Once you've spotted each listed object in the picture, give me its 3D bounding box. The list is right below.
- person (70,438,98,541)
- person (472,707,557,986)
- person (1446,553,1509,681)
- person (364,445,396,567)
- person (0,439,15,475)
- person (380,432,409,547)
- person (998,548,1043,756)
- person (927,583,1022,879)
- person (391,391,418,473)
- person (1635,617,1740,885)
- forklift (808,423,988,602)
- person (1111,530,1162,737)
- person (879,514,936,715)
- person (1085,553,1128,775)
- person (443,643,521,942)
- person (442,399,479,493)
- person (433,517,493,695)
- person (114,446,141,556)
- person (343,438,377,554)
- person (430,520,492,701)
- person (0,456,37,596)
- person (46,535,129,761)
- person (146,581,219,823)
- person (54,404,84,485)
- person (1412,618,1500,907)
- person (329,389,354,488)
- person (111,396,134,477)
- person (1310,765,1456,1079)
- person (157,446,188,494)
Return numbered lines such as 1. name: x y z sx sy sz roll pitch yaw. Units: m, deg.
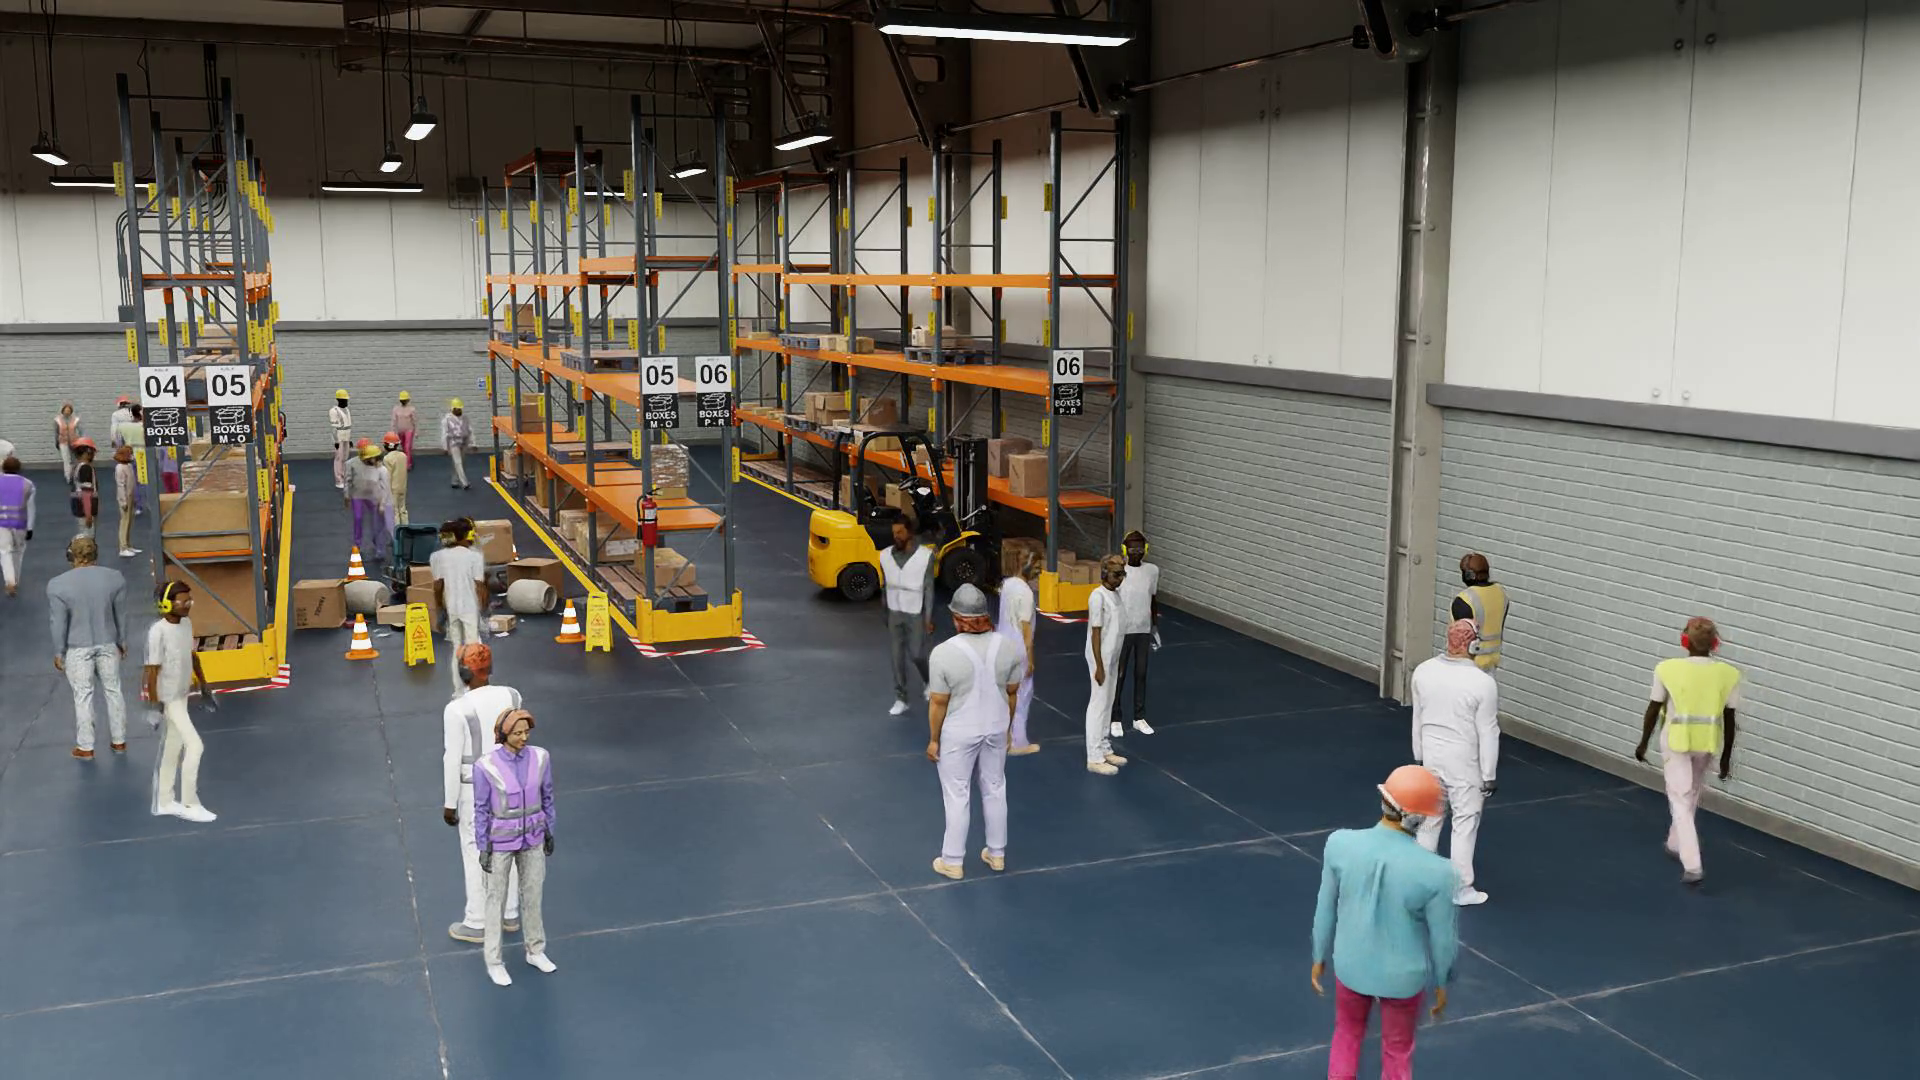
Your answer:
1. person: -11.510 -0.337 21.957 0.392 1.995 0.749 -7 11 -35
2. person: -2.608 1.777 9.756 0.514 1.632 0.312 -8 12 -43
3. person: 4.272 1.019 13.877 0.622 1.838 0.429 -7 11 -38
4. person: -8.253 -0.496 23.741 0.397 1.751 0.571 -7 11 -36
5. person: -14.769 -0.850 25.418 0.402 1.906 0.652 8 12 41
6. person: -8.644 -0.774 25.406 0.320 1.754 0.571 2 9 14
7. person: 0.450 0.966 14.266 0.514 1.817 0.561 -4 10 -22
8. person: 0.048 1.298 11.475 0.678 2.000 0.537 -5 10 -27
9. person: -11.639 -2.286 34.989 0.518 1.739 0.812 1 9 7
10. person: 5.017 1.428 11.410 0.582 1.810 0.933 0 9 1
11. forklift: -0.830 -0.399 21.676 2.313 2.155 1.214 -4 10 -21
12. person: 1.562 0.833 14.939 0.537 1.869 0.312 -3 9 -16
13. person: -0.479 0.684 15.769 0.614 1.901 0.544 4 10 23
14. person: 1.226 1.019 13.866 0.344 1.841 0.506 4 10 23
15. person: -2.970 1.558 10.364 0.368 1.879 0.579 6 11 33
16. person: -9.534 -1.809 31.811 0.910 1.781 0.606 6 11 35
17. person: -4.719 0.708 15.888 0.611 1.846 0.641 3 9 17
18. person: -12.342 -0.578 24.618 0.273 1.622 0.565 -3 9 -16
19. person: -8.898 -0.684 24.901 0.641 1.721 0.473 -7 11 -36
20. person: -4.837 0.682 16.133 0.513 1.785 1.011 -1 9 -6
21. person: -12.337 -0.190 21.640 0.628 1.797 0.950 -7 11 -36
22. person: -7.432 0.914 14.215 0.372 1.940 0.632 8 12 43
23. person: -5.866 1.216 12.629 0.692 1.846 0.541 0 9 -2
24. person: -17.791 -1.931 33.237 0.529 1.583 0.921 -5 10 -30
25. person: 3.271 1.454 10.949 0.398 1.900 0.655 -6 11 -35
26. person: -12.024 -1.971 32.405 0.371 1.929 0.585 1 9 8
27. person: -16.955 -2.081 33.853 0.878 1.697 0.584 3 10 21
28. person: 1.930 1.953 7.598 0.644 1.958 0.451 5 10 28
29. person: -13.219 -1.114 27.982 0.565 1.618 0.448 0 9 1
